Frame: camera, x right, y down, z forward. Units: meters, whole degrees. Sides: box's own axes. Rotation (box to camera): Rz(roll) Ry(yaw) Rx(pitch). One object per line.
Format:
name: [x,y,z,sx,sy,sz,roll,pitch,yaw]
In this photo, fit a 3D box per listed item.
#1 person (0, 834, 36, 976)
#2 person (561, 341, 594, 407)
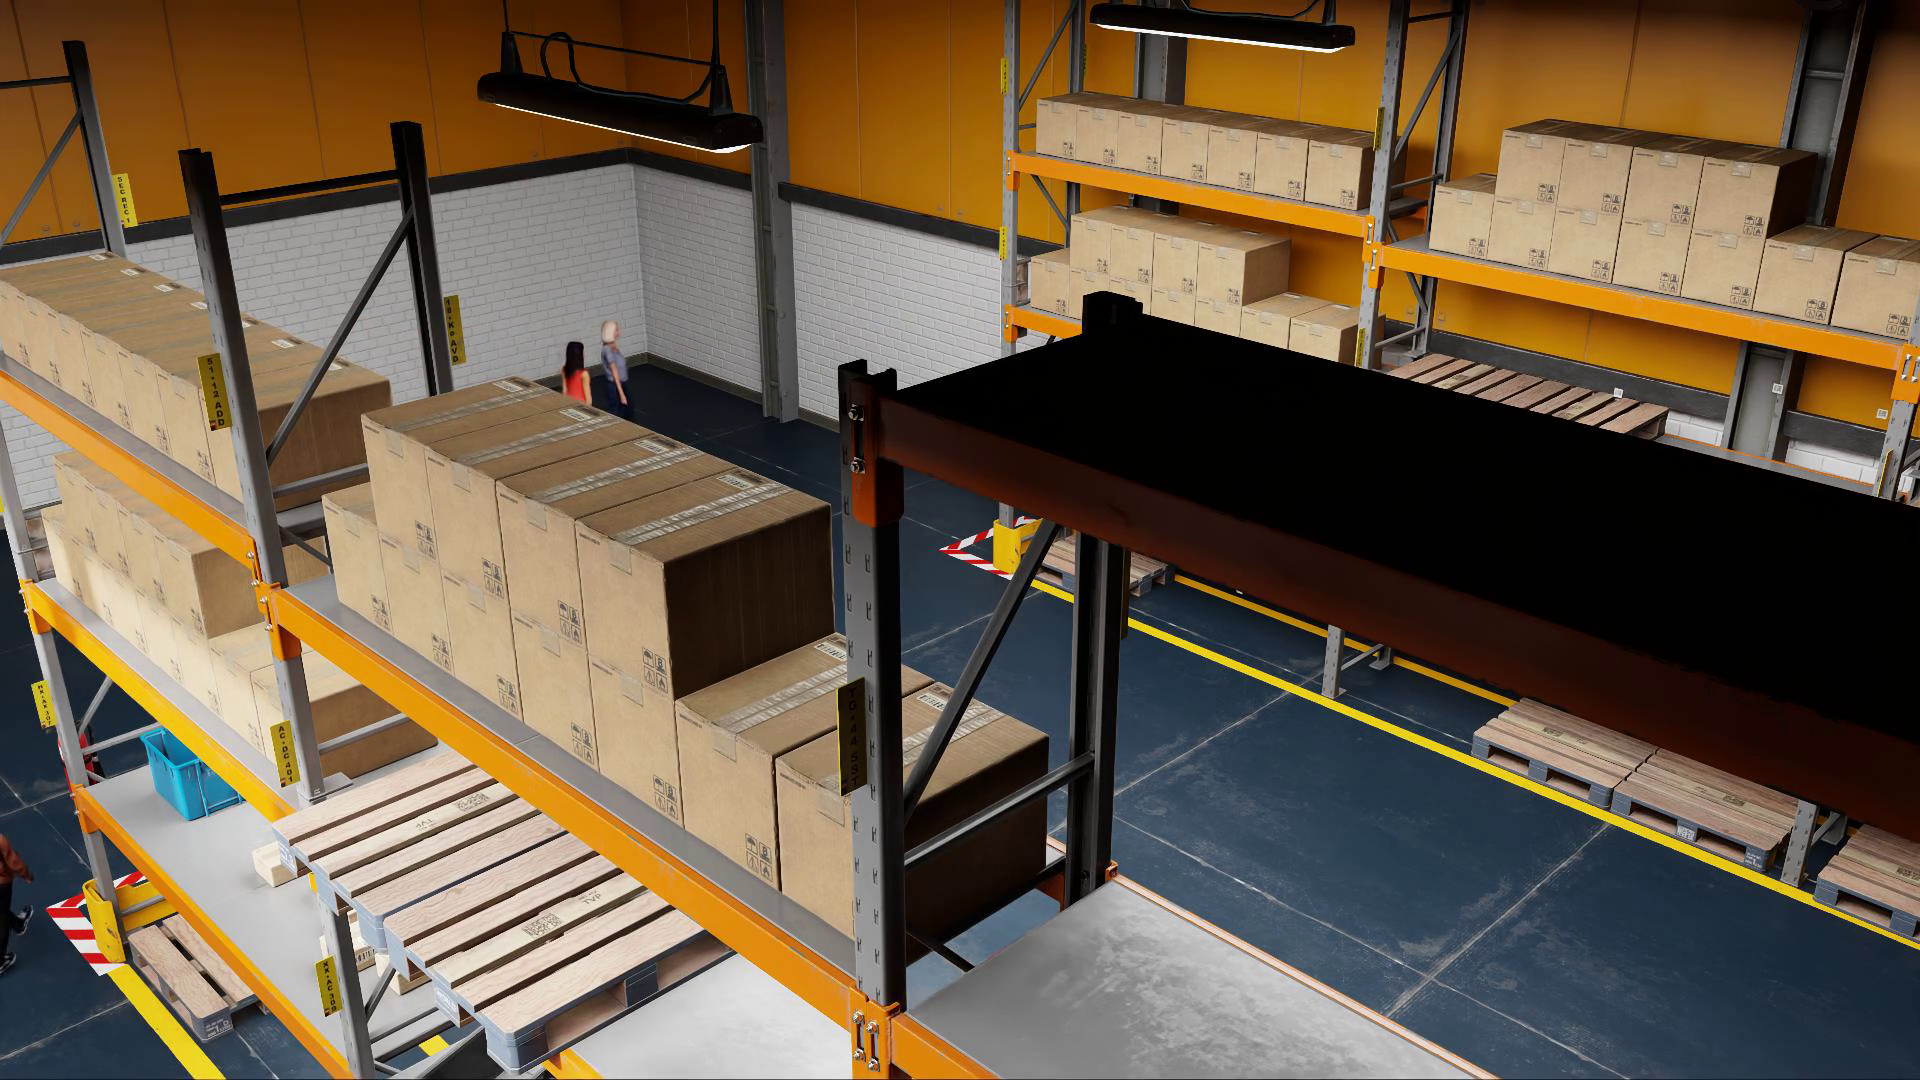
person: [-6.505,2.352,11.141,0.860,1.225,0.914,0,24,1]
person: [-4.443,-1.451,19.241,0.556,1.705,0.704,14,27,28]
